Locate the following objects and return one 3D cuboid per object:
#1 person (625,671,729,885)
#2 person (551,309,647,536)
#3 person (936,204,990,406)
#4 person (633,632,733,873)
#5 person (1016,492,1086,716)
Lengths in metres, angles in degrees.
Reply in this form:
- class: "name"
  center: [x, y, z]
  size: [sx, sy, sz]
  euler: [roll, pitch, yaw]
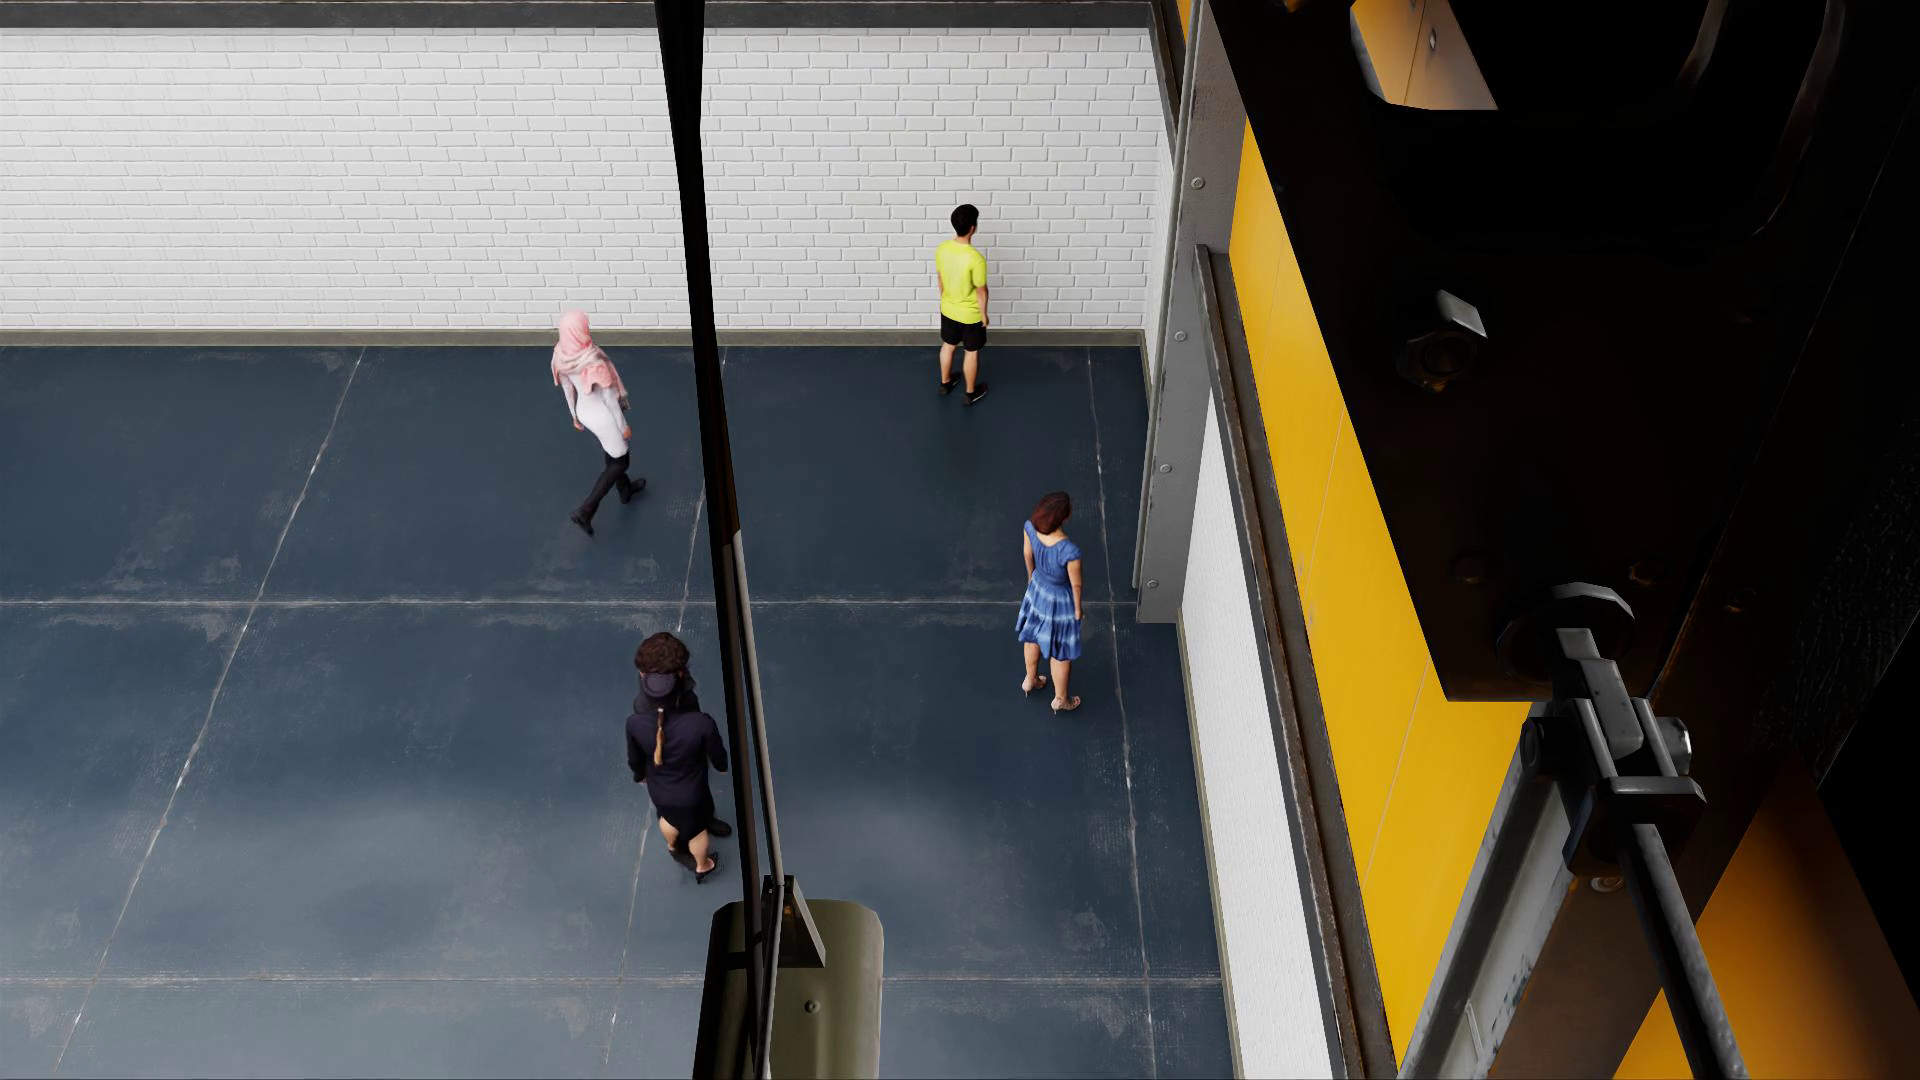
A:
- class: "person"
  center: [-1.596, 1.392, 9.442]
  size: [0.710, 1.670, 0.680]
  euler: [5, 44, 5]
- class: "person"
  center: [-2.563, -0.805, 11.663]
  size: [1.028, 1.786, 1.126]
  euler: [28, 50, 27]
- class: "person"
  center: [0.020, -1.793, 12.758]
  size: [0.686, 1.706, 0.722]
  euler: [29, 51, 27]
- class: "person"
  center: [-1.644, 1.201, 9.565]
  size: [0.775, 1.776, 0.671]
  euler: [17, 46, 17]
- class: "person"
  center: [0.585, 0.395, 10.389]
  size: [0.743, 1.806, 0.799]
  euler: [34, 53, 30]
